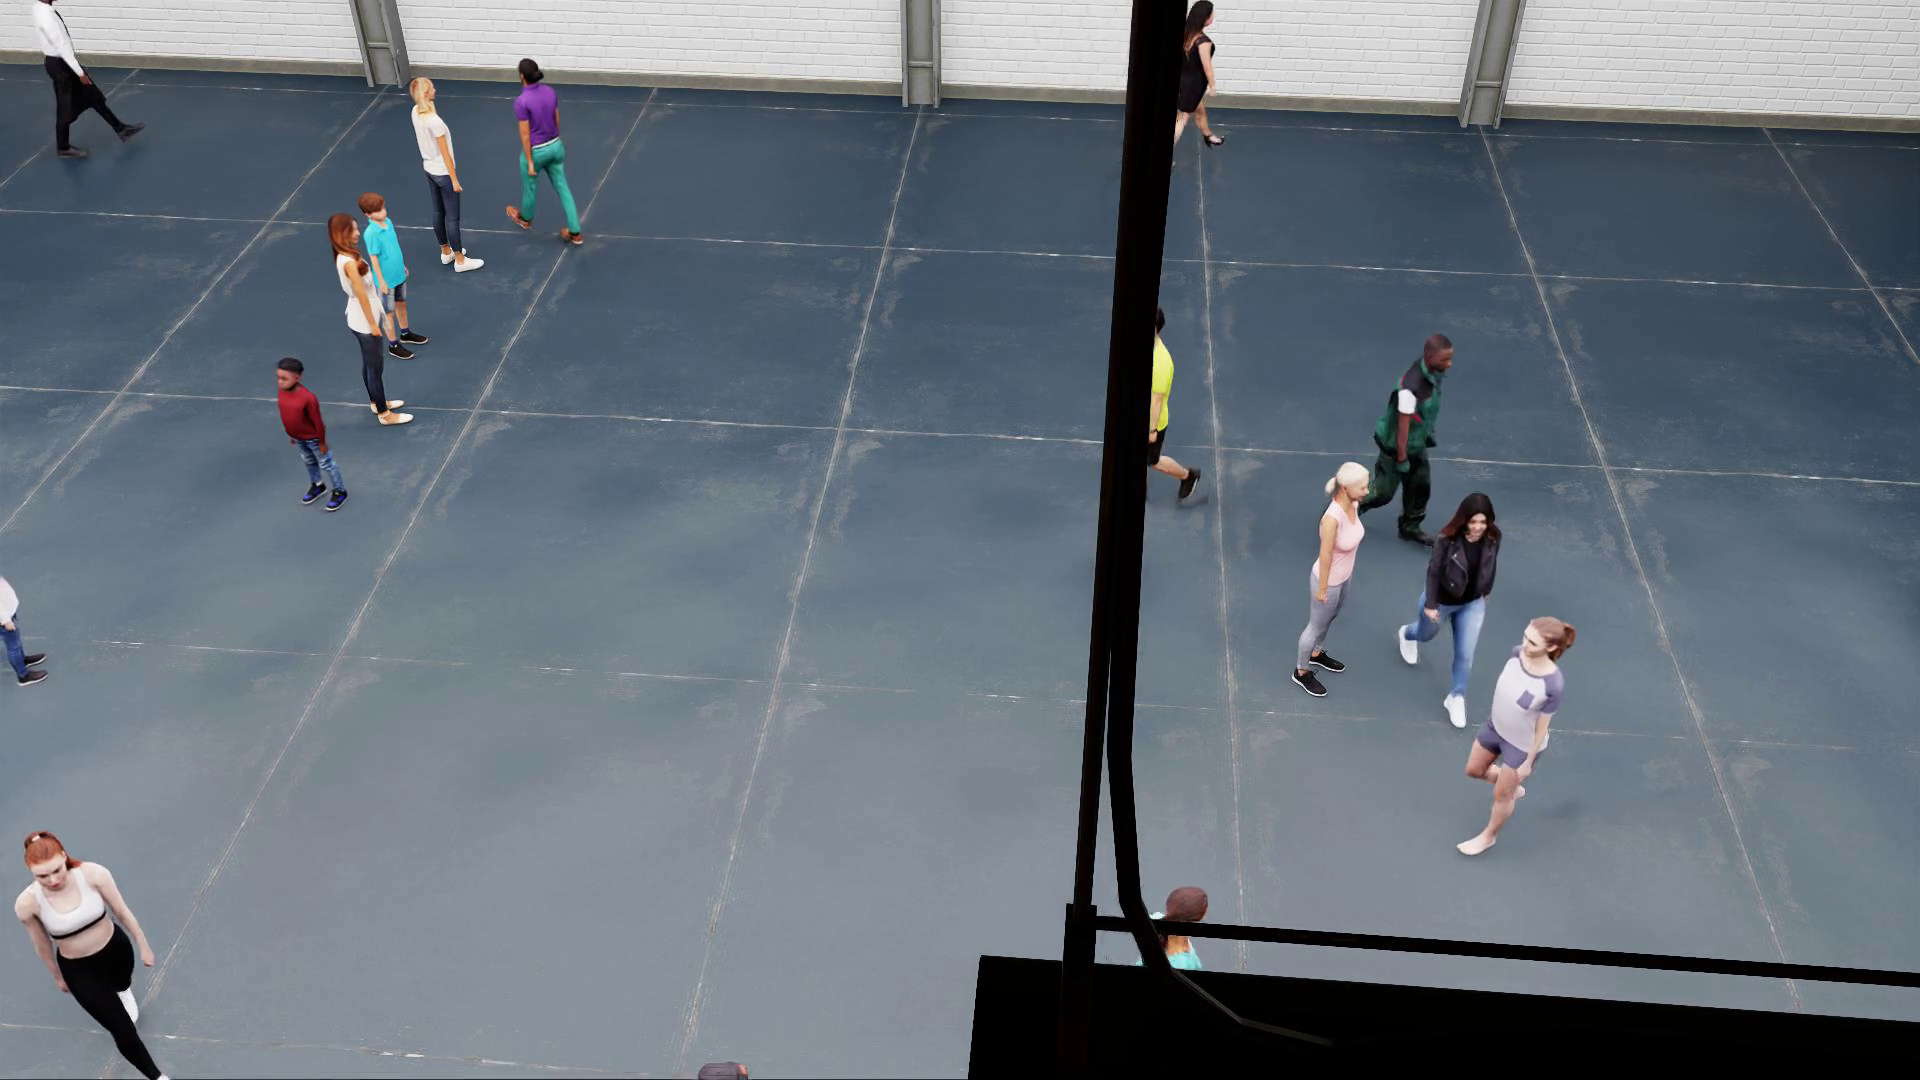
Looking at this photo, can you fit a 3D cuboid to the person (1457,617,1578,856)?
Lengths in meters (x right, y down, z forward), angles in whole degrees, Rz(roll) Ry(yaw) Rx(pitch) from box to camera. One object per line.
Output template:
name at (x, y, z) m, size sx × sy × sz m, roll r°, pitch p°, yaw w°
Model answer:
person at (3.226, 1.102, 9.432) m, size 0.836 × 1.755 × 0.735 m, roll -14°, pitch 41°, yaw -17°

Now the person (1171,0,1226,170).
person at (2.223, -4.453, 16.456) m, size 1.167 × 1.671 × 0.969 m, roll -16°, pitch 41°, yaw -20°

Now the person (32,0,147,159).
person at (-9.064, -4.677, 16.631) m, size 1.234 × 1.802 × 1.081 m, roll -20°, pitch 43°, yaw -23°

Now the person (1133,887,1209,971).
person at (0.897, 2.279, 8.158) m, size 1.016 × 1.507 × 0.786 m, roll -9°, pitch 39°, yaw -11°

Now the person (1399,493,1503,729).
person at (3.074, 0.342, 10.502) m, size 1.042 × 1.607 × 0.820 m, roll -4°, pitch 39°, yaw -5°

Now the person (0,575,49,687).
person at (-6.226, 0.452, 10.764) m, size 0.591 × 1.109 × 0.540 m, roll -19°, pitch 43°, yaw -23°

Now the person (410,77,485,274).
person at (-4.650, -3.270, 14.864) m, size 0.730 × 1.809 × 0.650 m, roll -31°, pitch 48°, yaw -33°

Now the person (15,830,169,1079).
person at (-4.317, 2.041, 8.299) m, size 1.124 × 1.703 × 1.175 m, roll -27°, pitch 46°, yaw -30°

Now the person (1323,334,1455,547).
person at (3.024, -0.690, 11.636) m, size 1.142 × 1.806 × 1.001 m, roll 20°, pitch 43°, yaw 23°

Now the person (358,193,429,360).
person at (-4.766, -2.227, 13.848) m, size 0.535 × 1.448 × 0.554 m, roll 10°, pitch 40°, yaw 12°

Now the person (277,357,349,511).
person at (-4.786, -0.802, 12.219) m, size 0.517 × 1.252 × 0.621 m, roll 17°, pitch 42°, yaw 20°

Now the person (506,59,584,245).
person at (-3.750, -3.510, 15.228) m, size 1.186 × 1.730 × 1.039 m, roll 27°, pitch 46°, yaw 30°

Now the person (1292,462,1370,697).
person at (2.366, 0.210, 10.573) m, size 0.653 × 1.725 × 0.632 m, roll 23°, pitch 44°, yaw 26°

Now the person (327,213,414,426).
person at (-4.646, -1.712, 12.933) m, size 0.681 × 1.784 × 0.674 m, roll -16°, pitch 41°, yaw -19°
